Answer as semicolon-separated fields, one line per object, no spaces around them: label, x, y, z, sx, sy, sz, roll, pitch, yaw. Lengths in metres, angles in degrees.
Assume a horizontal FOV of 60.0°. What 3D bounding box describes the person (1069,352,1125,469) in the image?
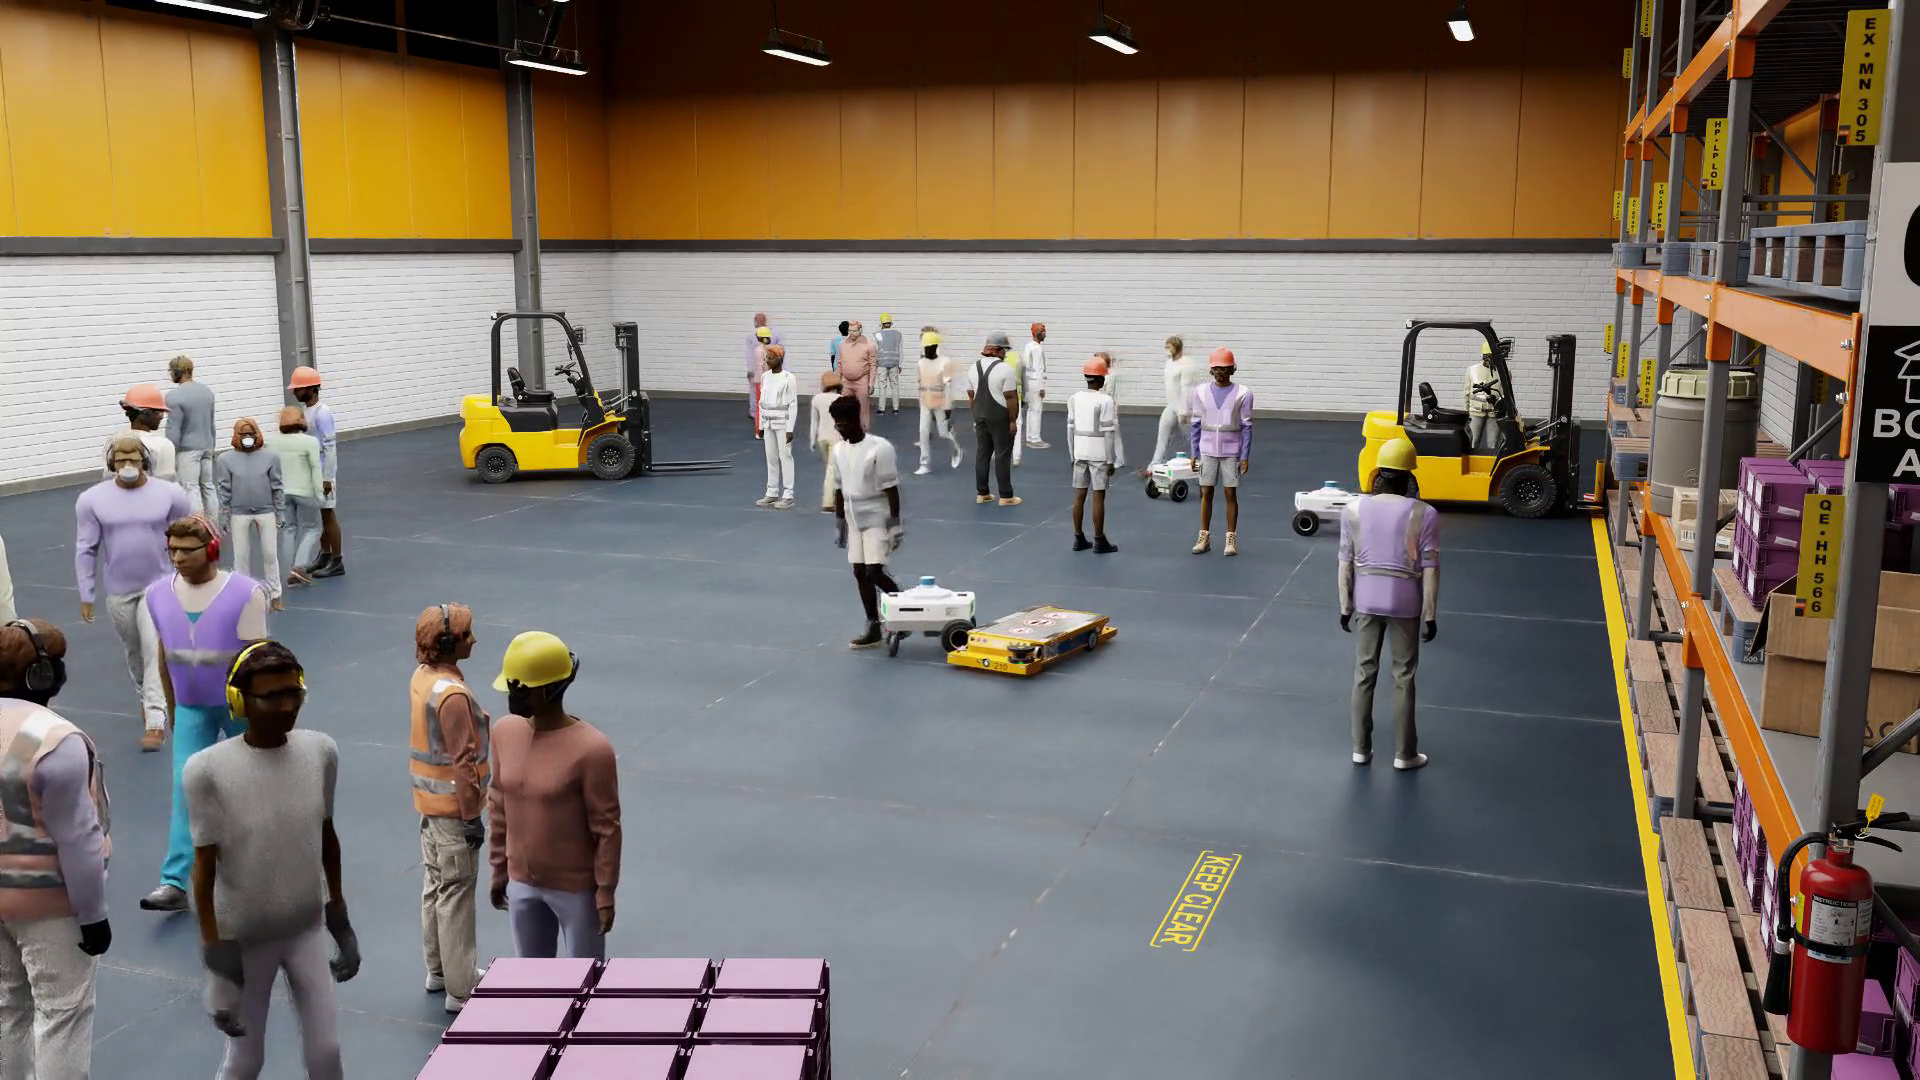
person;1.903;-1.732;22.420;0.852;1.589;0.526;-6;12;-31

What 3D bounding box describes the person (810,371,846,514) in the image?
person;-1.407;-1.129;18.991;0.527;1.590;0.809;5;11;28

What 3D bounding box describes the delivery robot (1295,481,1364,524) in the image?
delivery robot;3.881;-0.376;17.458;0.707;0.478;0.477;2;10;13

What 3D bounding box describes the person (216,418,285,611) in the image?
person;-5.840;-0.203;13.735;0.502;1.627;0.277;-5;11;-25

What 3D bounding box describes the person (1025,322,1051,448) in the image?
person;1.150;-2.310;24.899;0.380;1.880;0.576;-2;10;-13

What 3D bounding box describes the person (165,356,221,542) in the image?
person;-7.737;-0.889;16.760;0.373;1.931;0.630;3;10;14

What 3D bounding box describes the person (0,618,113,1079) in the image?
person;-3.007;1.162;5.460;0.628;1.837;0.430;5;11;27

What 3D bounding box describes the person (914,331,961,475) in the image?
person;-0.300;-1.831;22.141;0.593;1.900;0.796;6;12;31

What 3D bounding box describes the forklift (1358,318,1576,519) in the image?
forklift;5.787;-1.437;19.079;2.313;2.155;1.214;3;11;19

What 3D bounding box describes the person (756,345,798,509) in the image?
person;-2.121;-1.307;19.230;0.575;1.882;0.355;9;13;40

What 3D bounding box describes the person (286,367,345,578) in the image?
person;-5.896;-0.617;15.194;0.376;1.932;0.551;-8;13;-39

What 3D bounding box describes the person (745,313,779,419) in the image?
person;-3.394;-2.988;28.739;0.653;1.872;0.950;-6;12;-31

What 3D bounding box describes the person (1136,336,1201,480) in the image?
person;2.824;-1.693;21.454;1.082;1.874;0.658;-4;11;-21

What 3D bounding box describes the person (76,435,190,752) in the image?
person;-5.069;0.282;10.264;0.646;1.896;1.003;-3;11;-18

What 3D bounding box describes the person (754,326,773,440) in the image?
person;-3.057;-2.451;25.994;0.320;1.767;0.534;0;10;0

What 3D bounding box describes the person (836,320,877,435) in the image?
person;-1.588;-2.382;25.231;0.639;1.902;0.407;3;11;18

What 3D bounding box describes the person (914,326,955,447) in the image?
person;-0.407;-2.313;25.043;0.530;1.831;0.520;-6;12;-29

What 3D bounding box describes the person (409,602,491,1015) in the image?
person;-2.014;1.057;6.599;0.306;1.640;0.522;-7;12;-33

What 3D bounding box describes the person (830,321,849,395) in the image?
person;-2.036;-3.028;29.442;0.540;1.695;0.317;4;11;19

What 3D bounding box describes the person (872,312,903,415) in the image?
person;-1.306;-3.137;29.661;0.587;1.837;0.403;-4;11;-21

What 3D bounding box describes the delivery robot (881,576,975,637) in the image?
delivery robot;-0.242;0.513;12.447;0.707;0.478;0.477;0;10;-1

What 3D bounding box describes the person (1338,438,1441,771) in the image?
person;2.483;0.374;9.632;0.585;1.928;0.378;6;12;32

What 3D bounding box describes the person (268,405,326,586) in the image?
person;-5.905;-0.390;14.820;0.538;1.607;0.405;2;10;10

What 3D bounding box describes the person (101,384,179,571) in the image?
person;-5.870;-0.110;12.056;0.609;2.036;0.403;3;11;18

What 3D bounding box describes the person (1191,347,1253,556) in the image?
person;2.545;-0.862;16.270;0.607;2.044;0.378;4;11;21

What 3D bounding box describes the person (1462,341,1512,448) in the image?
person;6.691;-1.624;21.153;0.590;1.833;0.404;2;10;13

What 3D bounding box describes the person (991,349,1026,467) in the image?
person;0.623;-1.910;22.924;0.643;1.788;0.945;-2;10;-10

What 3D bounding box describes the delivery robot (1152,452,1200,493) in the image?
delivery robot;2.643;-0.806;19.880;0.707;0.478;0.477;-8;13;-36

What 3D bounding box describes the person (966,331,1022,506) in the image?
person;0.439;-1.432;19.482;0.674;2.000;0.537;9;14;42

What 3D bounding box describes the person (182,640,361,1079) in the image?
person;-2.107;1.218;5.149;0.569;1.883;0.554;9;13;41

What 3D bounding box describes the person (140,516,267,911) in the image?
person;-3.467;0.784;7.681;0.596;1.792;0.965;0;10;1

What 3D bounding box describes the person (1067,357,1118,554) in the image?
person;1.316;-0.837;16.424;0.546;1.939;0.375;9;14;43

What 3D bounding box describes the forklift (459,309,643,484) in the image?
forklift;-5.354;-1.902;21.697;2.313;2.155;1.214;-2;10;-13

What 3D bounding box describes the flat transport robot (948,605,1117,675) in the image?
flat transport robot;0.561;0.721;12.341;0.652;0.197;1.431;6;12;31

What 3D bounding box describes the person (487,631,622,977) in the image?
person;-1.387;1.164;5.649;0.524;1.764;0.329;5;11;26

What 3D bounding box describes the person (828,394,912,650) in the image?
person;-0.693;-0.139;12.494;0.656;1.934;0.566;9;14;43

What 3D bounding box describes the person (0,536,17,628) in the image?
person;-5.095;0.554;8.428;0.613;1.994;0.395;-2;10;-10
